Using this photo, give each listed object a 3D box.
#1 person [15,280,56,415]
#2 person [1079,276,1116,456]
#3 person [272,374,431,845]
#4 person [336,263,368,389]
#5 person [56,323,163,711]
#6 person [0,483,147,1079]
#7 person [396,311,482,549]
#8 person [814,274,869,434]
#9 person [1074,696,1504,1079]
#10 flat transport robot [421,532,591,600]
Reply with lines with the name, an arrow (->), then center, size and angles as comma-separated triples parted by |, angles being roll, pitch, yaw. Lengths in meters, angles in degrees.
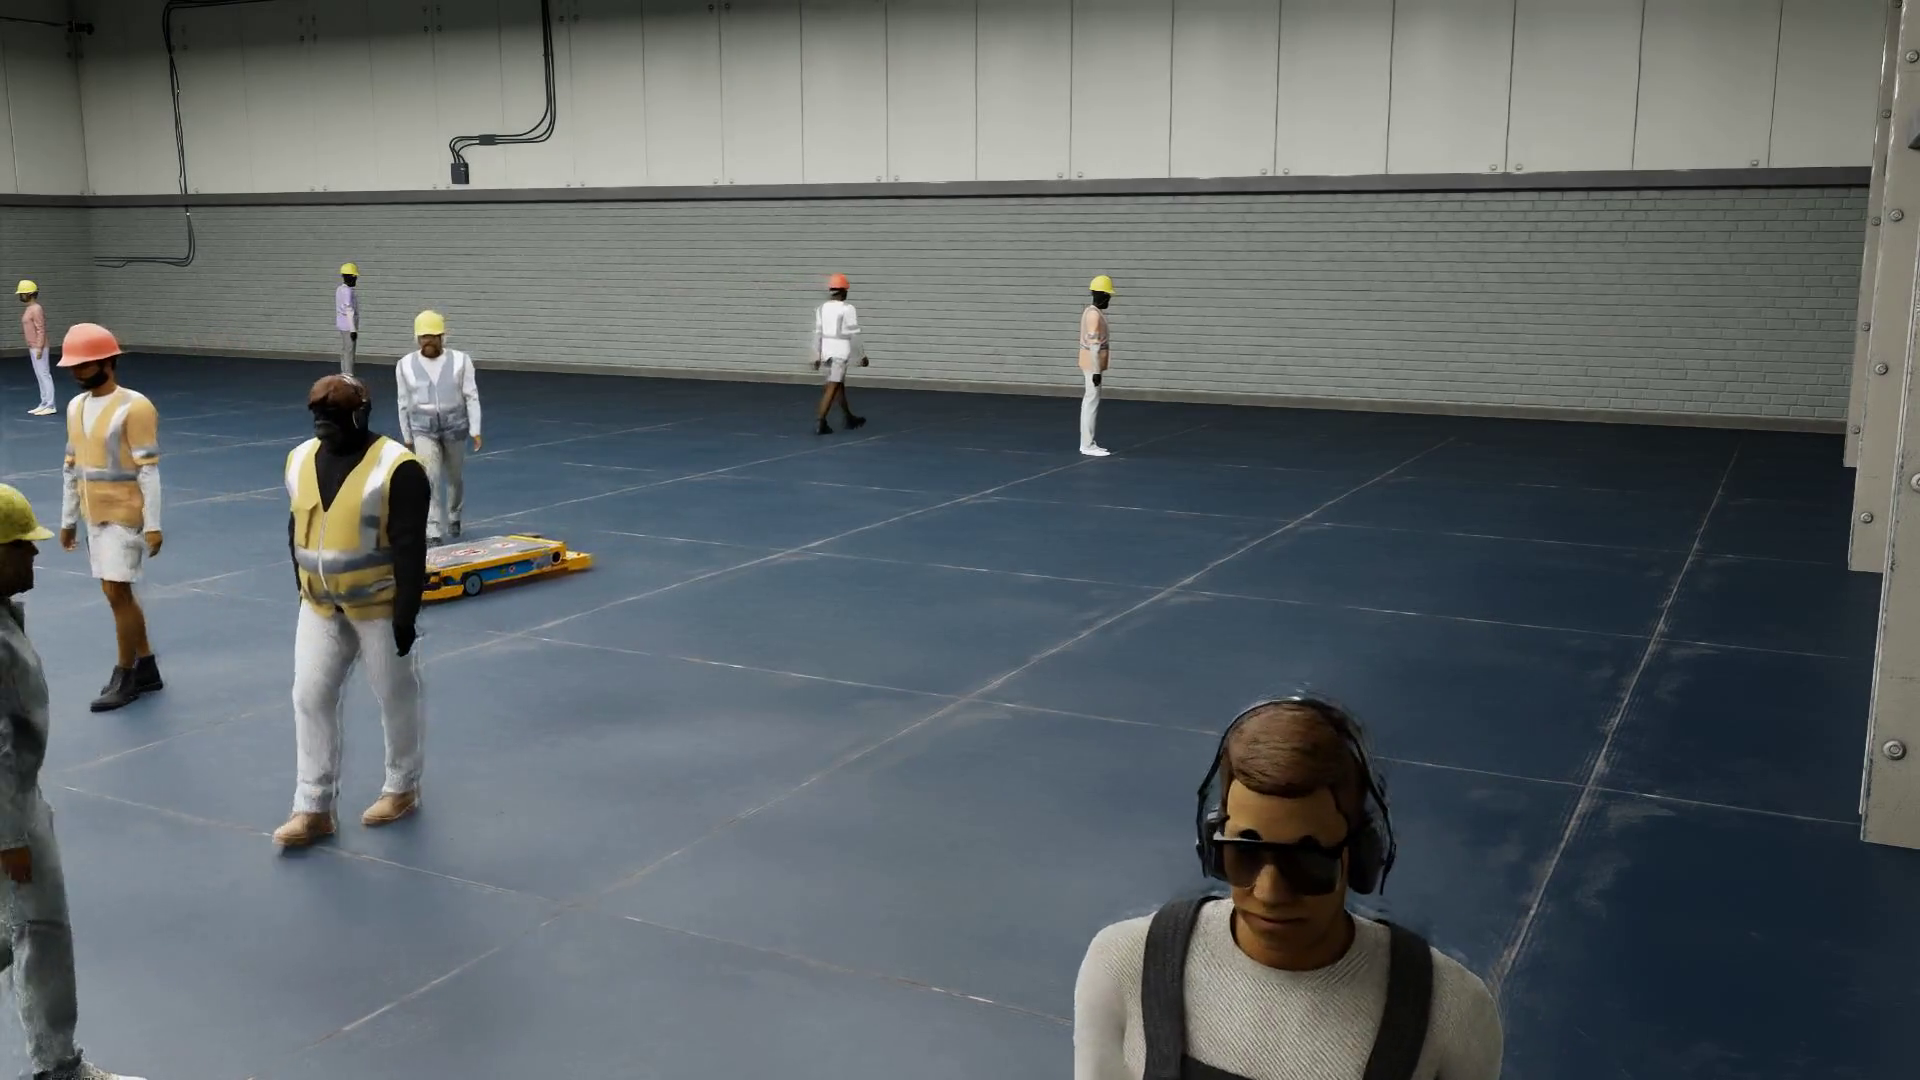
person -> -12.129, -2.516, 21.822 | 0.330, 1.765, 0.526 | -8, 13, -38
person -> 1.465, -1.861, 17.815 | 0.386, 1.920, 0.590 | 0, 10, 2
person -> -2.395, 0.280, 6.419 | 0.661, 1.815, 0.784 | 3, 11, 15
person -> -9.295, -3.242, 25.344 | 0.383, 1.923, 0.588 | -6, 12, -28
person -> -4.278, -0.115, 8.326 | 0.567, 1.926, 0.446 | 5, 12, 26
person -> -2.563, 0.704, 4.361 | 0.585, 1.726, 0.489 | -5, 12, -26
person -> -3.960, -0.850, 12.670 | 0.593, 1.797, 0.902 | -3, 11, -17
person -> -1.460, -2.223, 19.901 | 0.556, 1.892, 0.981 | 9, 14, 40
person -> 0.351, 1.079, 2.032 | 0.526, 1.831, 0.405 | 4, 11, 22
flat transport robot -> -3.264, 0.162, 11.289 | 0.652, 0.197, 1.431 | 7, 12, 33
